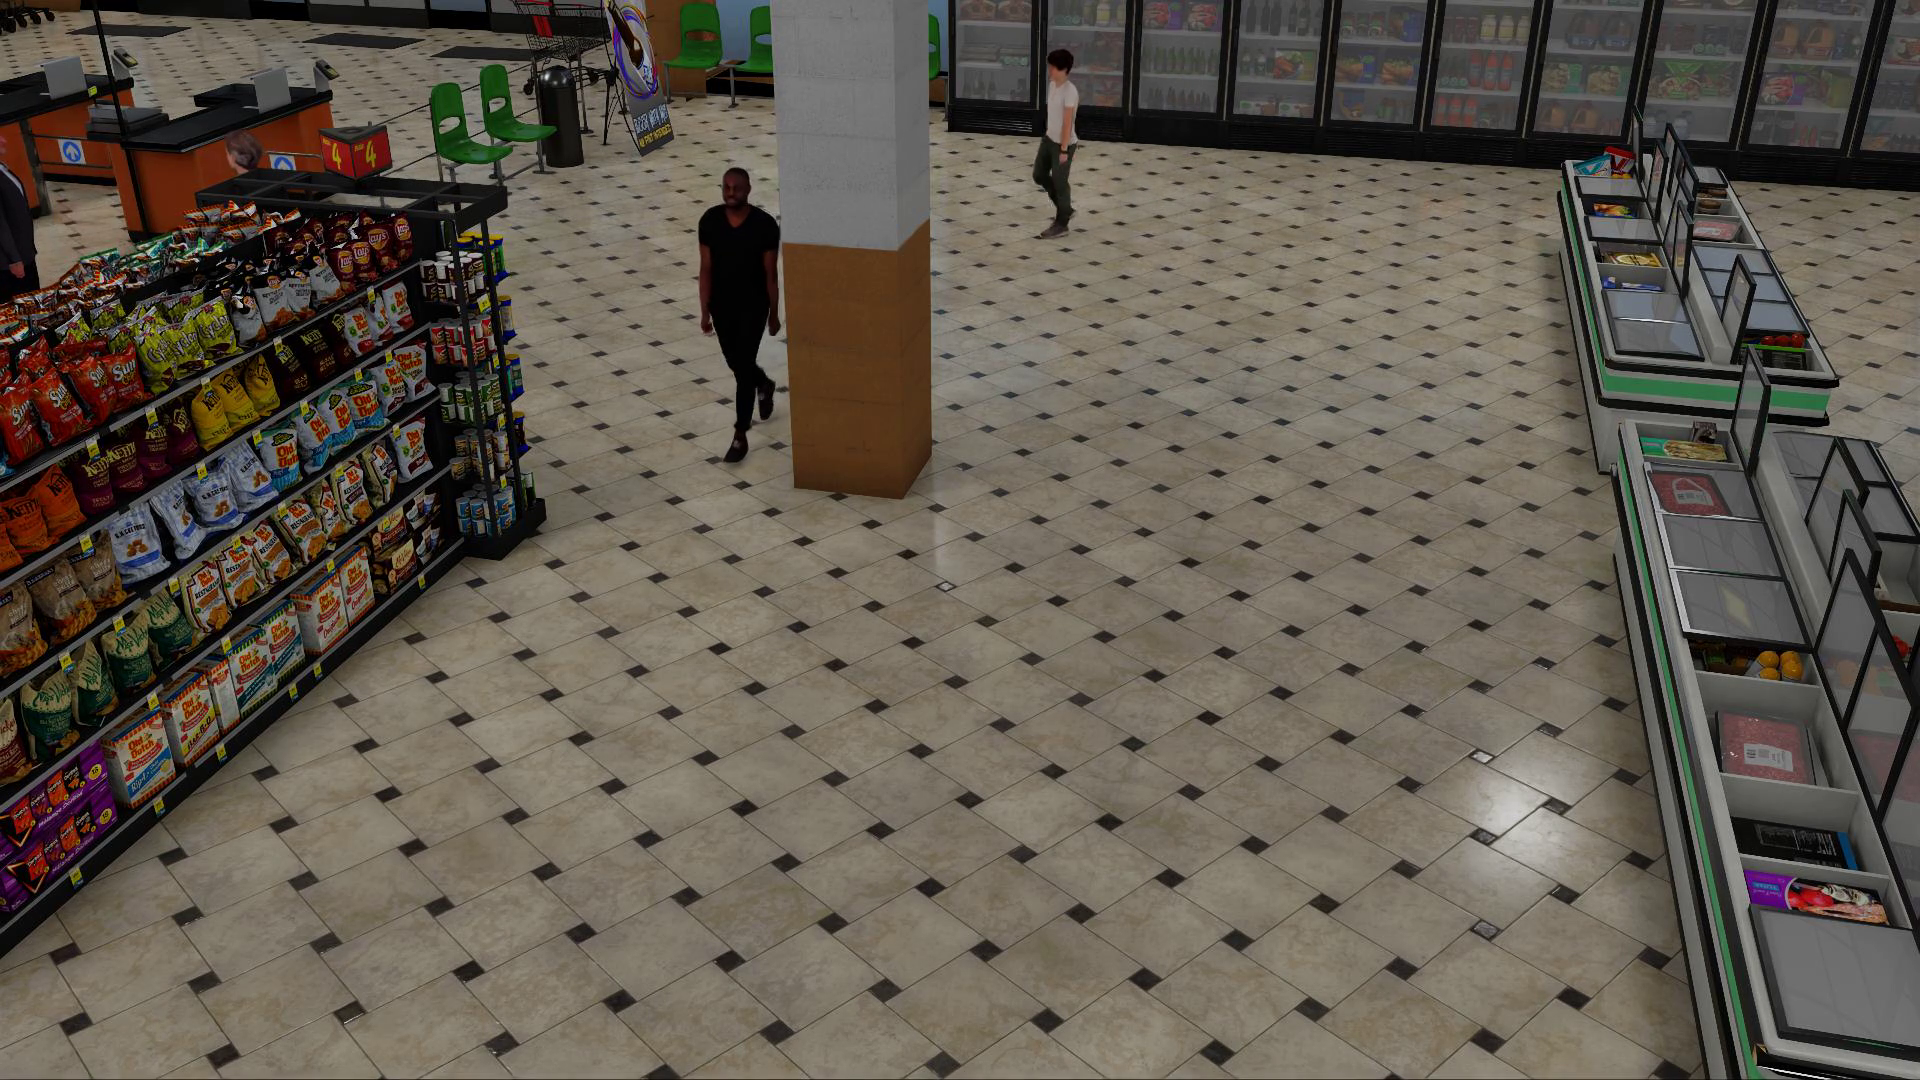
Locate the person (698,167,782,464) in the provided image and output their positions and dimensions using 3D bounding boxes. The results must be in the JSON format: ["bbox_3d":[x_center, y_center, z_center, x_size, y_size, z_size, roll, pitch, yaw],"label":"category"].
[{"bbox_3d":[-1.365,-1.459,10.498,0.657,1.787,1.151,7,28,13],"label":"person"}]

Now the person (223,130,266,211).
[{"bbox_3d":[-4.598,-1.779,11.035,0.751,1.871,0.520,11,29,21],"label":"person"}]

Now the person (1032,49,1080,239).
[{"bbox_3d":[0.943,-3.495,14.667,0.798,1.648,0.739,-12,29,-23],"label":"person"}]

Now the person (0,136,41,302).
[{"bbox_3d":[-6.562,-2.016,11.535,0.863,1.842,0.776,-11,29,-21],"label":"person"}]
